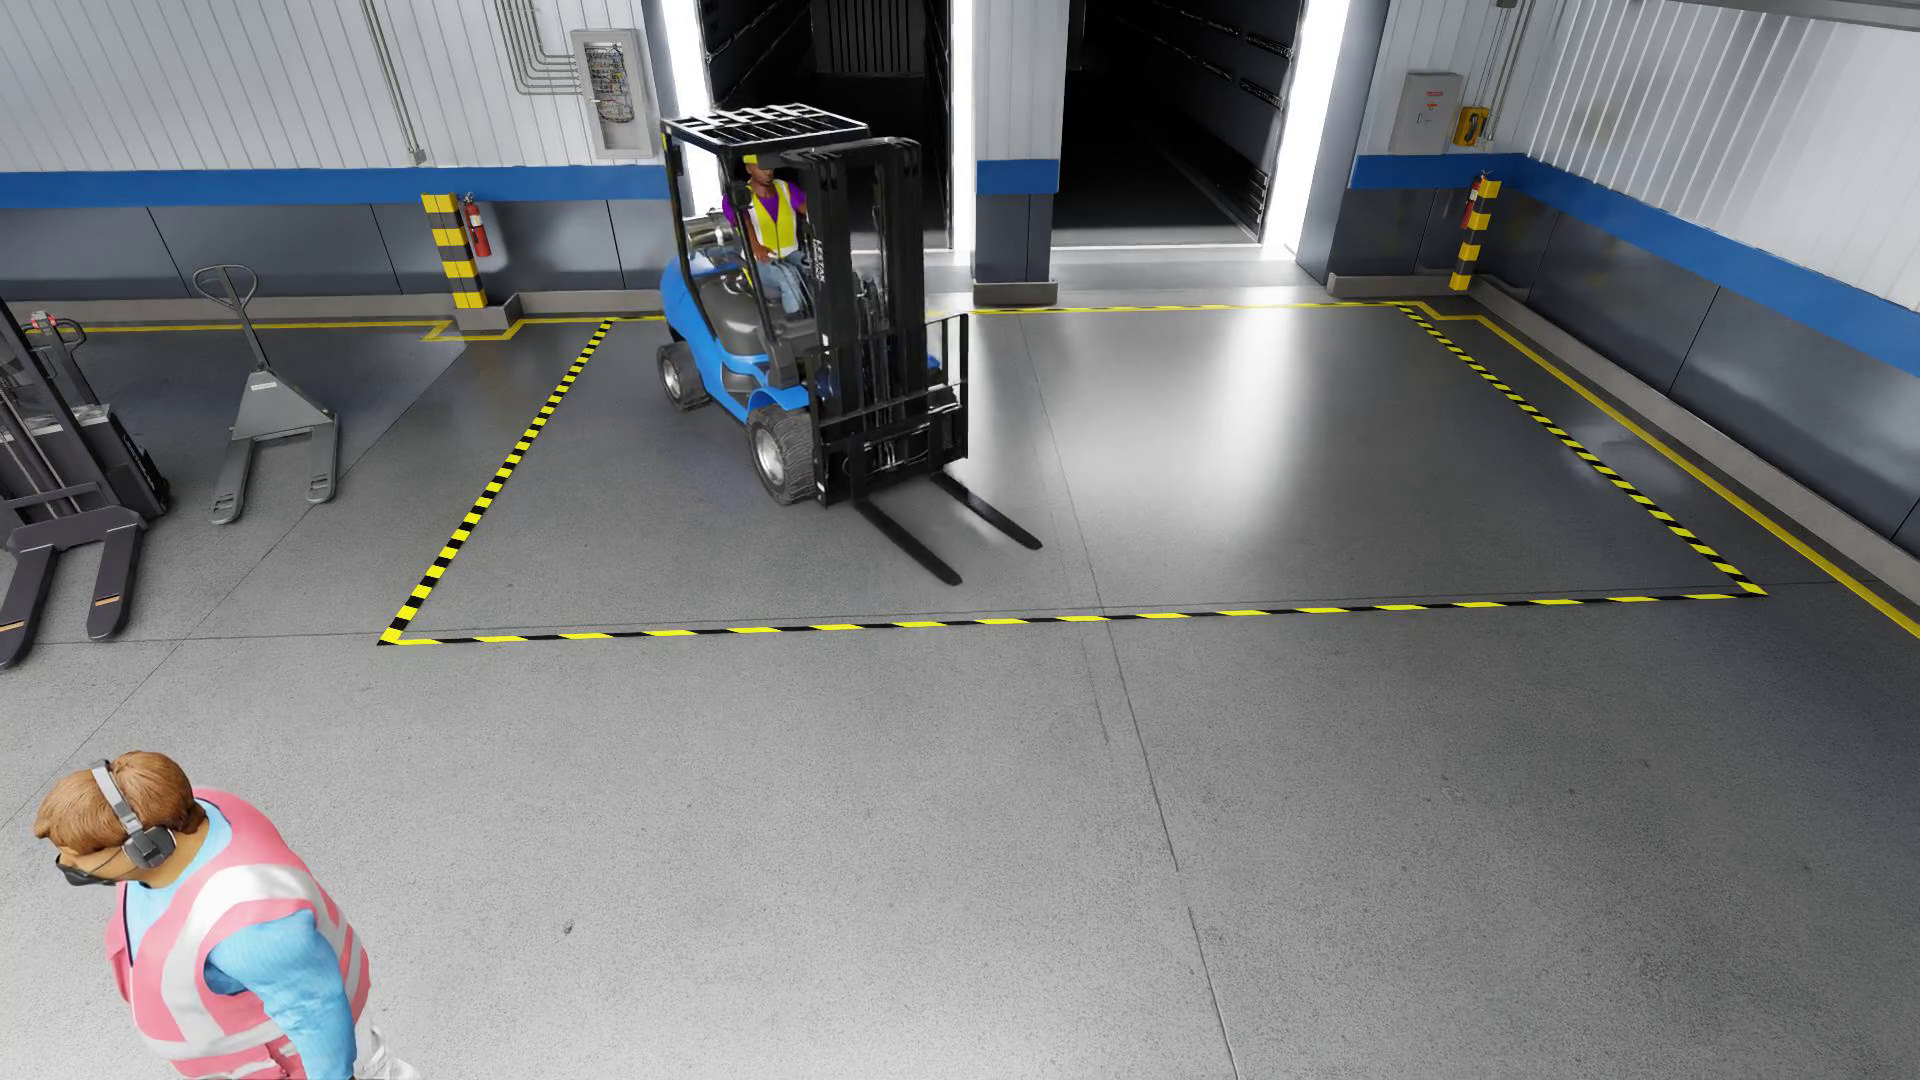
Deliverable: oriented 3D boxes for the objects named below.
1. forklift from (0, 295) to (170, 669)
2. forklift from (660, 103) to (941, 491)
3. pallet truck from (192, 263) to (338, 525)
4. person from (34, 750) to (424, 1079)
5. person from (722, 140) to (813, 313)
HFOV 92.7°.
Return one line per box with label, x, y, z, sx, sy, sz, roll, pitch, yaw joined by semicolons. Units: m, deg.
forklift;-5.212;-0.618;4.878;0.823;1.965;1.885;-20;39;-26
forklift;-1.172;-1.797;6.260;1.157;2.036;2.680;-22;41;-29
pallet truck;-4.778;-1.027;6.128;0.680;1.201;1.601;-17;38;-23
person;-1.749;1.224;2.366;0.621;1.844;0.429;23;41;29
person;-1.144;-1.920;6.110;0.635;1.294;1.004;-22;41;-29
